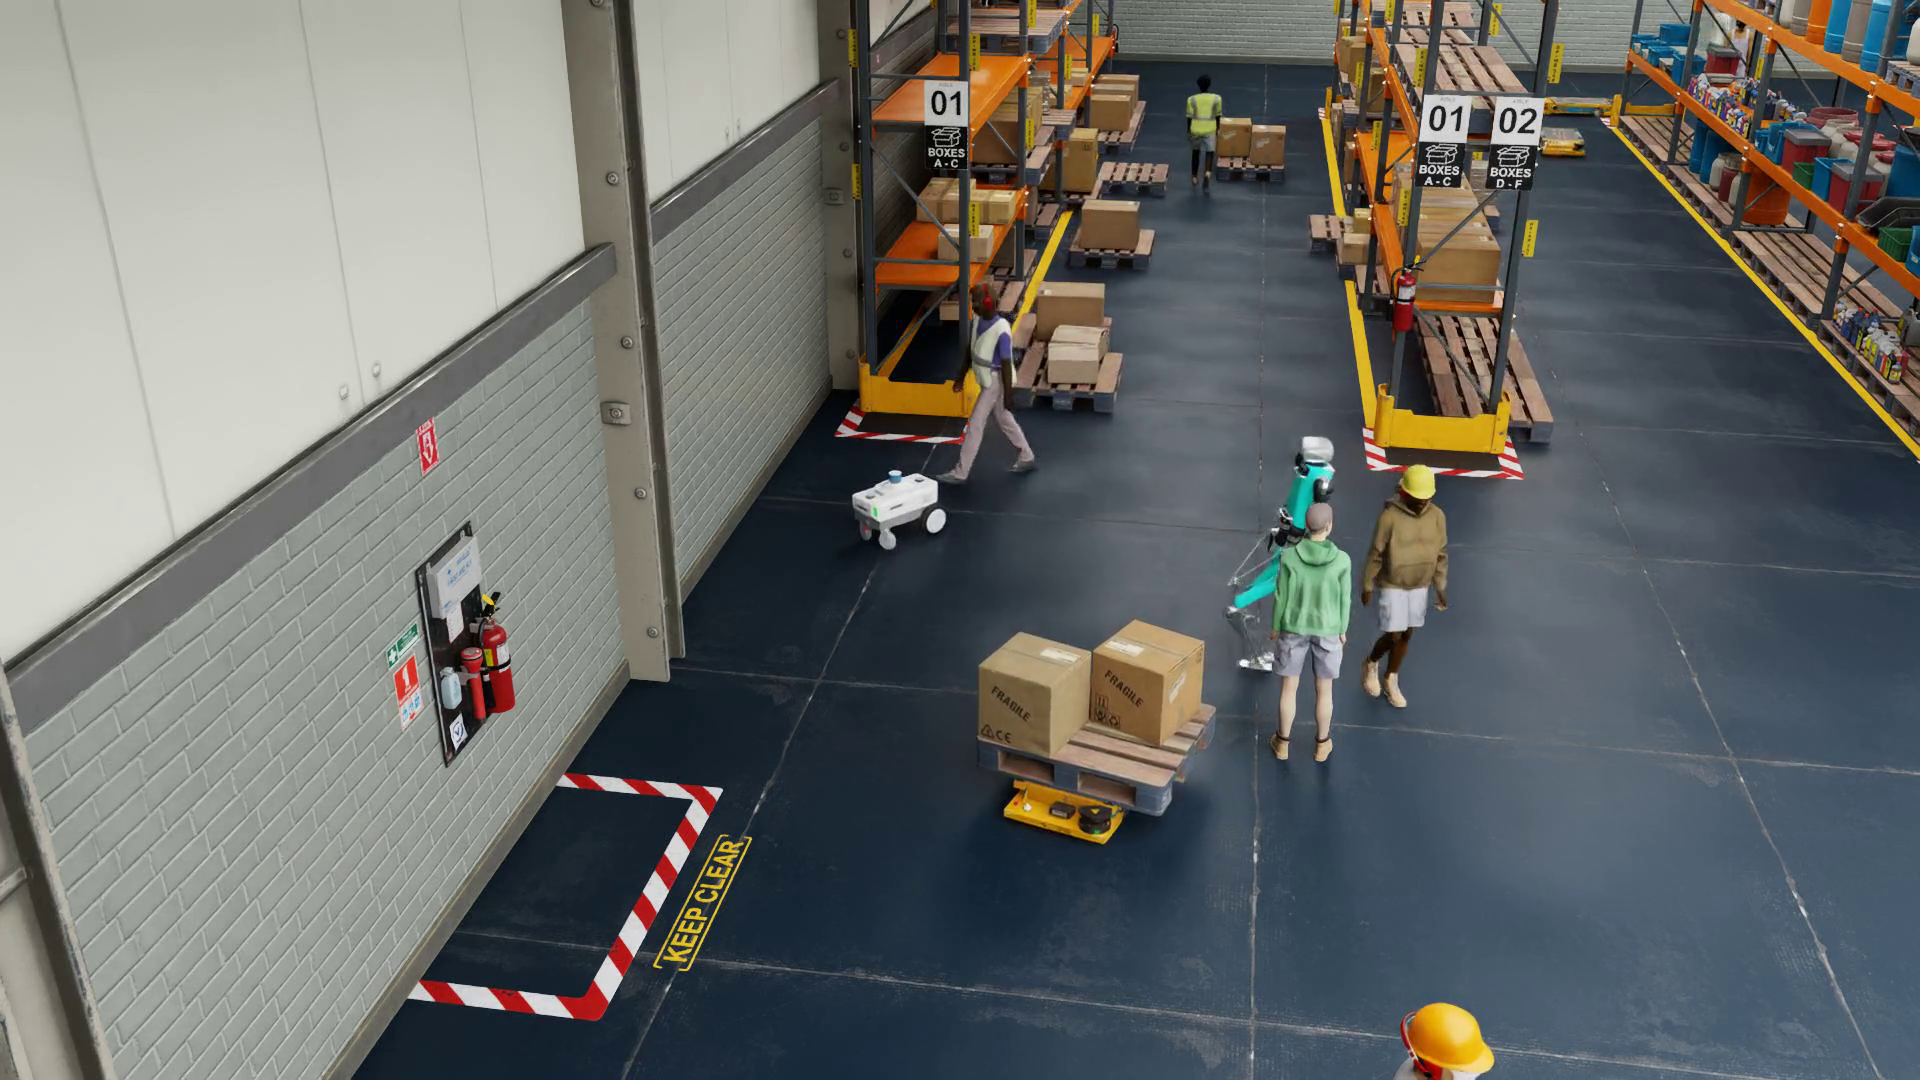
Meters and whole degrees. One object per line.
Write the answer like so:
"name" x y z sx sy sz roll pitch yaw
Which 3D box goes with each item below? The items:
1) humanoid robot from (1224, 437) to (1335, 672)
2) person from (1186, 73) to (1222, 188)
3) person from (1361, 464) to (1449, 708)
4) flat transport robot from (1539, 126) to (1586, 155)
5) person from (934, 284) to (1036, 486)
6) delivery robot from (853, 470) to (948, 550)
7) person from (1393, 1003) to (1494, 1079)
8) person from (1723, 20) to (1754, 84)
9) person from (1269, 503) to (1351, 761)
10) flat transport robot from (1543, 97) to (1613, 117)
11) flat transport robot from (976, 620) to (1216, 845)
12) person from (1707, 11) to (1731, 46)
"humanoid robot" 2.080 0.135 11.316 0.815 1.732 0.557 -3 25 -5
"person" 3.599 -6.050 24.634 0.534 1.676 0.695 4 25 8
"person" 2.922 0.297 10.977 0.527 1.747 0.436 -6 26 -12
"flat transport robot" 9.893 -6.582 27.445 0.659 0.231 1.431 5 26 11
"person" 0.259 -1.367 14.502 0.994 1.783 0.551 -7 26 -15
"delivery robot" -0.499 -0.281 13.622 0.766 0.595 0.522 -20 32 -36
"person" 1.681 2.474 6.158 0.380 1.890 0.562 17 30 32
"person" 13.717 -8.404 29.486 0.529 1.850 0.444 7 26 14
"person" 2.171 0.589 10.362 0.474 1.738 0.336 5 25 10
"flat transport robot" 11.204 -7.859 30.179 1.431 0.231 0.659 4 25 9
"flat transport robot" 0.867 1.388 10.387 0.659 0.231 1.431 12 28 24
"person" 14.681 -9.616 32.191 0.400 1.754 0.522 -2 25 -4
